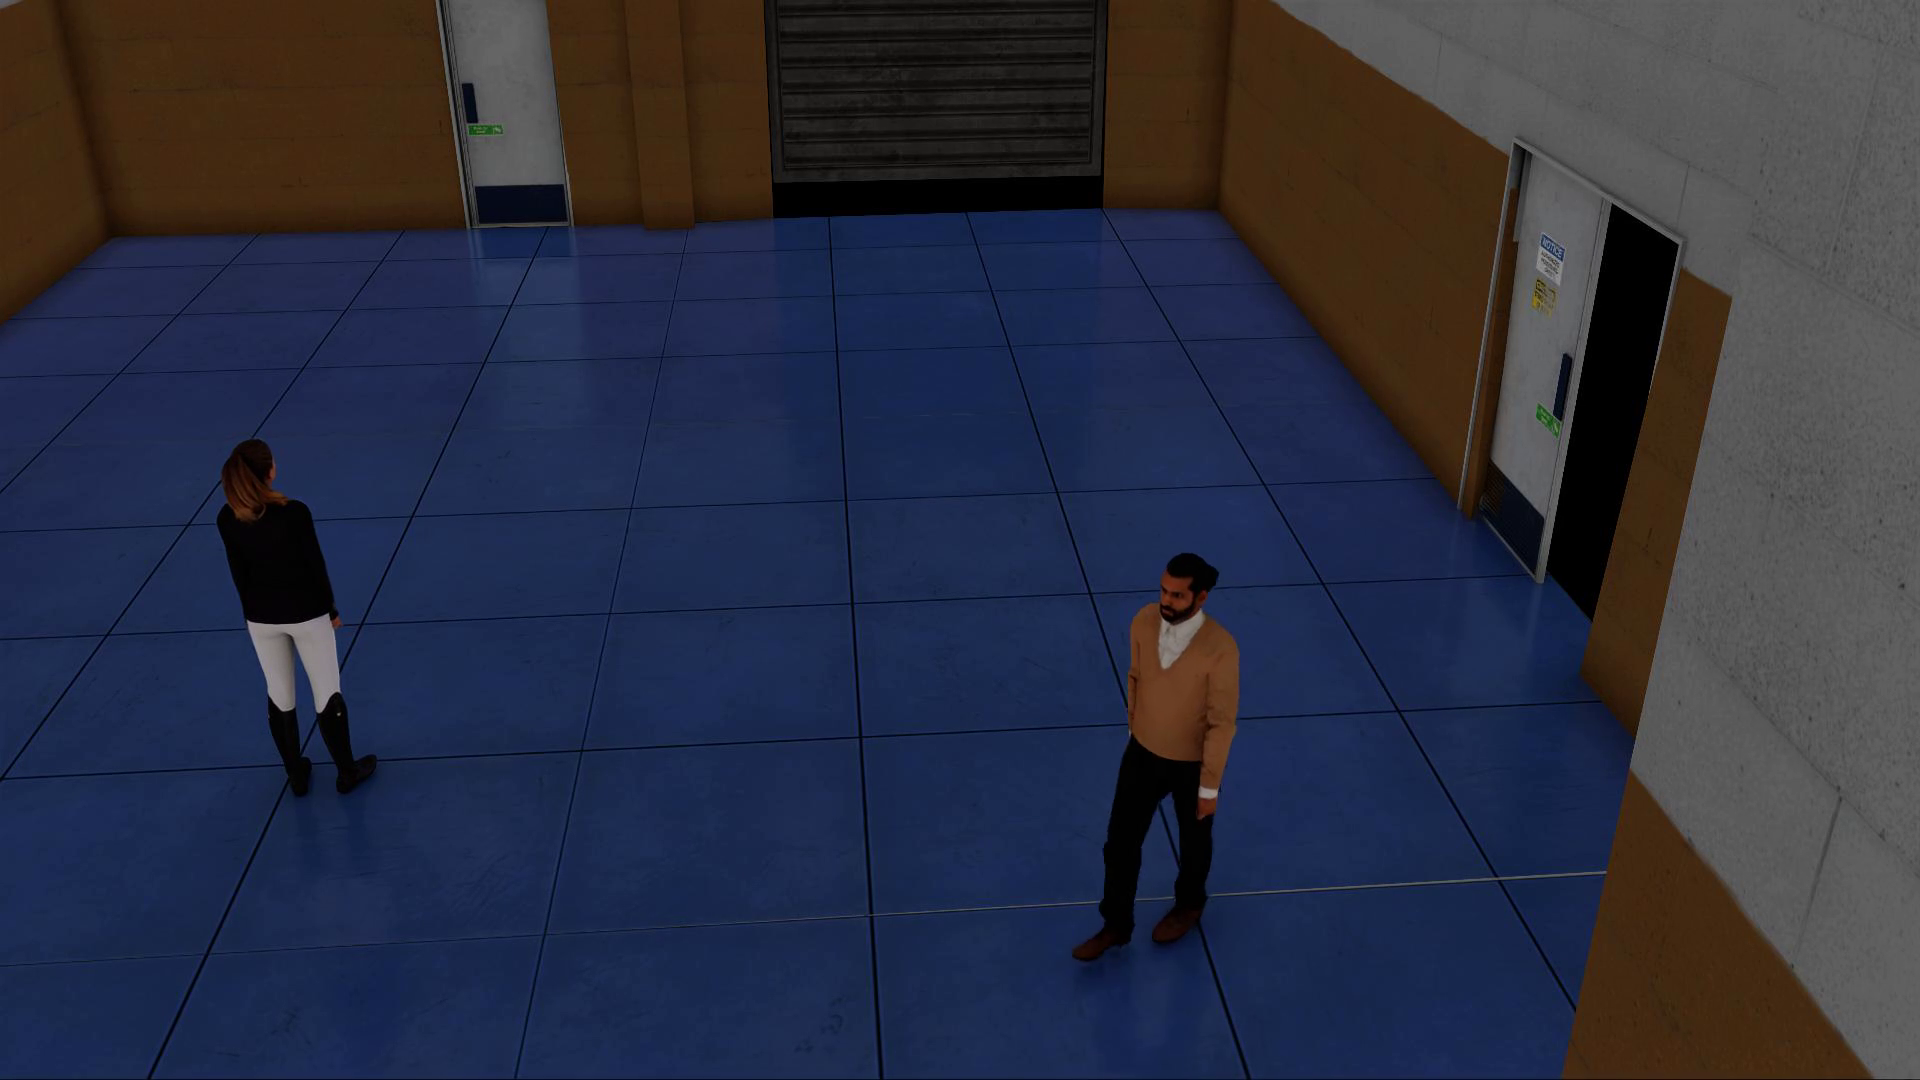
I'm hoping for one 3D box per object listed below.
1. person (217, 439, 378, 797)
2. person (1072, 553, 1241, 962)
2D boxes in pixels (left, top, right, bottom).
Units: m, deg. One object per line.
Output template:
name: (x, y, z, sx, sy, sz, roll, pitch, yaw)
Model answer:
person: (-2.941, 0.355, 7.294, 0.503, 1.728, 0.639, 0, 27, 0)
person: (0.881, 0.802, 6.415, 0.969, 1.737, 1.033, 22, 34, 36)
